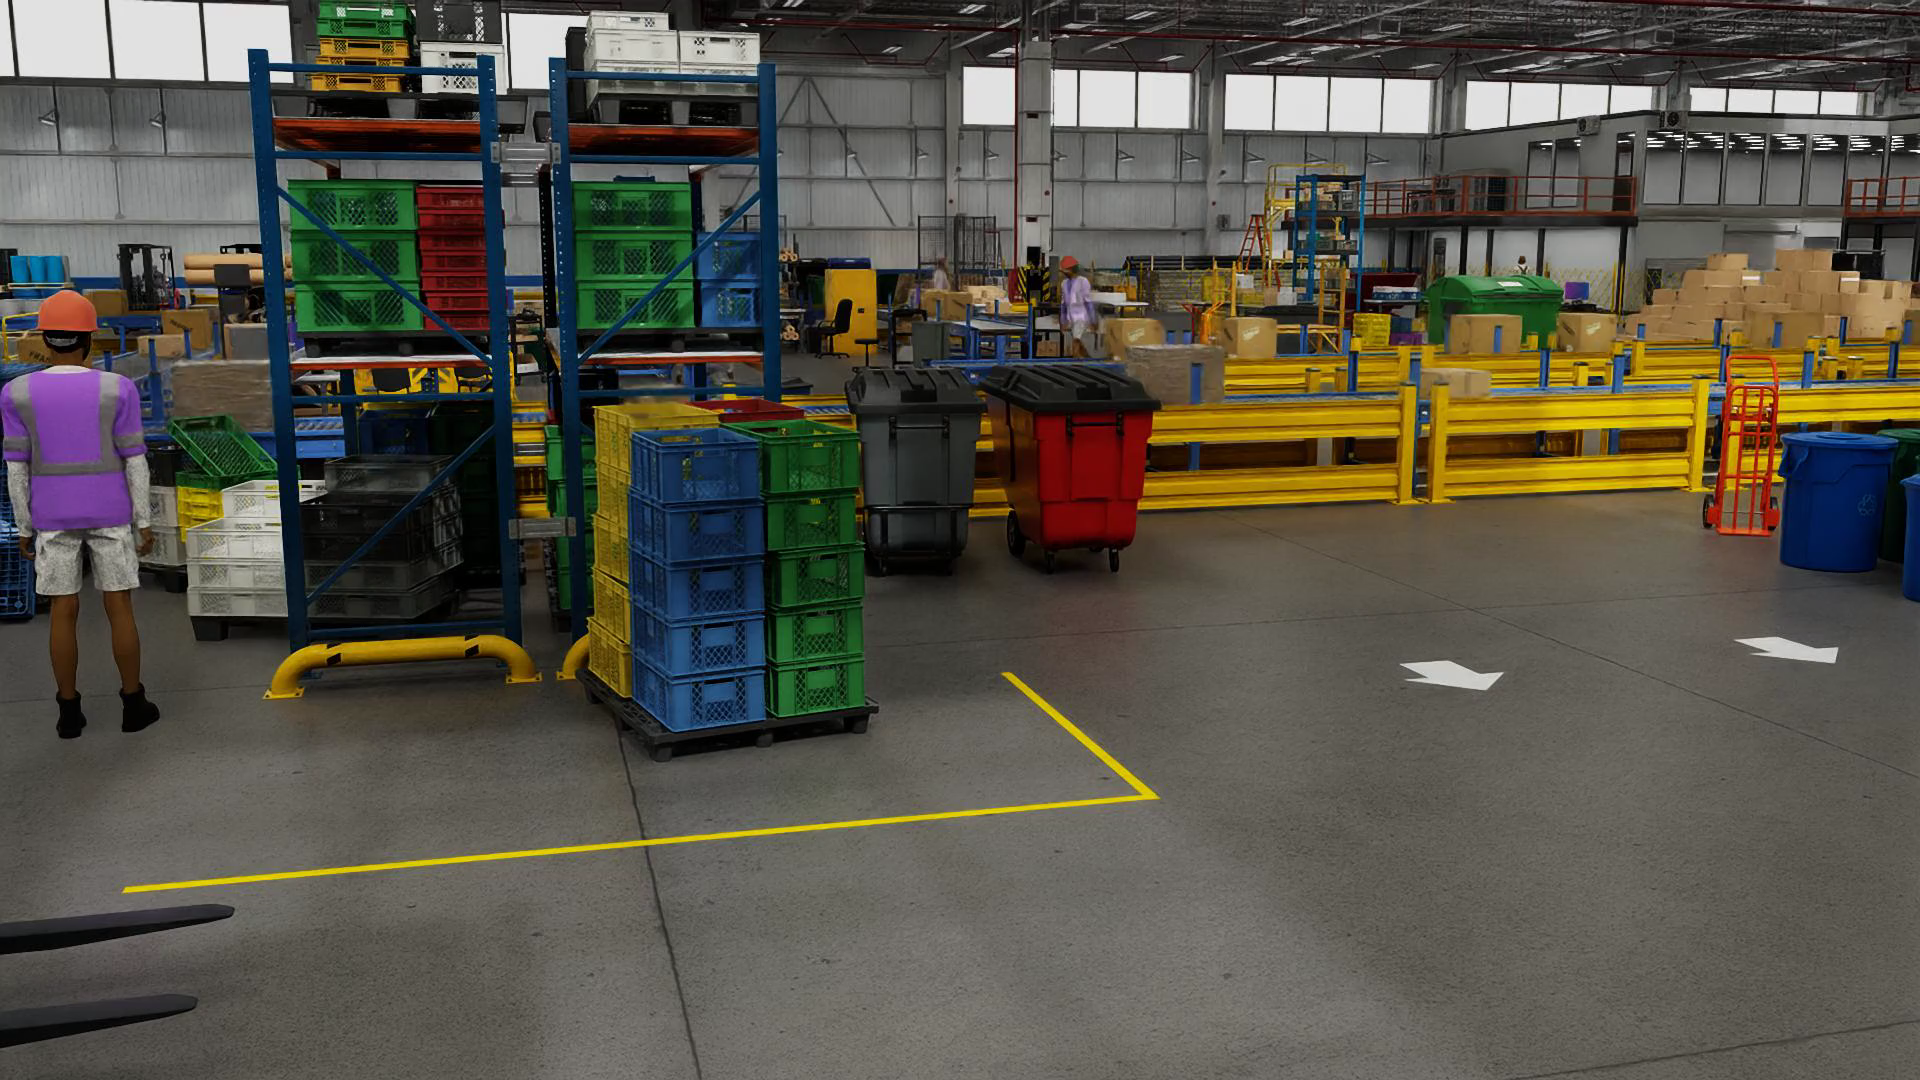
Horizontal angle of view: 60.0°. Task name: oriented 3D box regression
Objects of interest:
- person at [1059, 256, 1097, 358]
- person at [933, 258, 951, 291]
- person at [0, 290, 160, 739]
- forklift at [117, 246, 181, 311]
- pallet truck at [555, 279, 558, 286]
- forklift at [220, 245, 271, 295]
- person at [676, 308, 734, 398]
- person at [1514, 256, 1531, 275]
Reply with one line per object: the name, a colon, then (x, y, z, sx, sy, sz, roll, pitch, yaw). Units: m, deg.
person: (1.871, -3.452, 26.069, 0.897, 1.986, 0.695, -8, 13, -37)
person: (-0.350, -5.471, 37.825, 0.980, 1.851, 0.674, -1, 10, -7)
person: (-3.804, -0.106, 7.222, 0.552, 1.937, 0.356, -4, 11, -20)
forklift: (-19.966, -6.232, 40.894, 1.157, 1.987, 2.680, -3, 10, -15)
pallet truck: (-10.604, -6.375, 44.520, 0.653, 1.274, 1.630, -3, 10, -15)
forklift: (-17.749, -6.334, 41.440, 1.157, 1.987, 2.680, -3, 10, -17)
person: (-2.583, -1.749, 16.832, 0.600, 1.827, 0.403, -3, 10, -15)
person: (16.716, -7.538, 49.566, 0.508, 1.847, 0.345, -1, 10, -5)
